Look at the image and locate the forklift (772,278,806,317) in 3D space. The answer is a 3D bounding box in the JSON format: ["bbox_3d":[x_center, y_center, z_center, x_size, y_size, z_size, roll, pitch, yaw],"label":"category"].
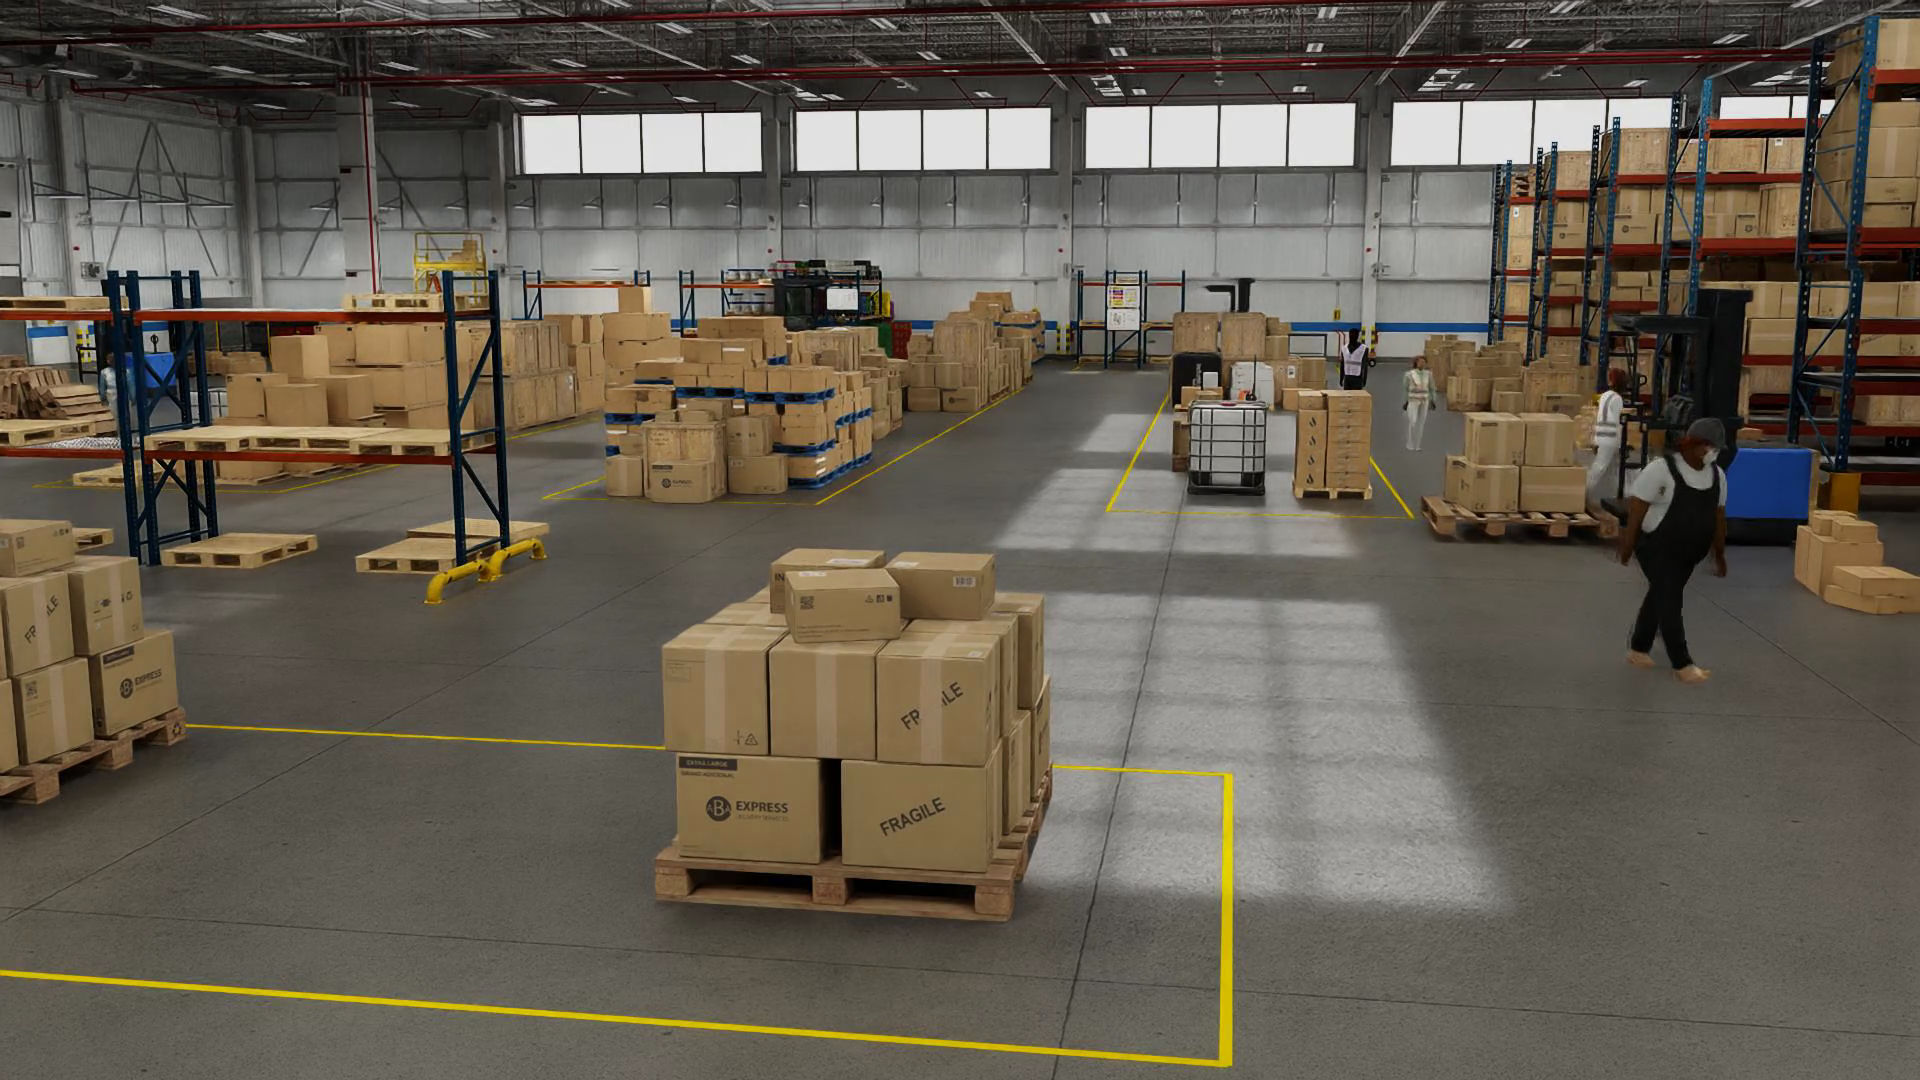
[{"bbox_3d":[-4.325,-5.247,42.272,1.873,2.768,1.129,7,12,39],"label":"forklift"}]

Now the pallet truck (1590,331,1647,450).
[{"bbox_3d":[11.253,-2.573,28.499,0.823,1.965,1.885,5,10,27],"label":"pallet truck"}]

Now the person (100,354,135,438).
[{"bbox_3d":[-14.590,-2.418,28.780,0.525,1.594,0.815,-1,9,-7],"label":"person"}]

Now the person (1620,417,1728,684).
[{"bbox_3d":[5.357,0.023,12.354,0.698,2.000,0.987,-4,10,-21],"label":"person"}]

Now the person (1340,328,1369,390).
[{"bbox_3d":[7.740,-3.201,32.654,0.592,1.911,0.385,9,13,43],"label":"person"}]

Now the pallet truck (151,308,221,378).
[{"bbox_3d":[-21.869,-5.598,47.154,0.823,1.965,1.885,4,10,26],"label":"pallet truck"}]

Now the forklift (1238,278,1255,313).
[{"bbox_3d":[7.771,-5.765,45.470,1.873,2.768,1.129,1,9,9],"label":"forklift"}]

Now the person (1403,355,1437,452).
[{"bbox_3d":[7.690,-2.269,27.796,0.518,1.621,0.504,-1,9,-9],"label":"person"}]

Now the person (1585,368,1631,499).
[{"bbox_3d":[8.047,-1.204,20.584,1.001,1.832,0.600,2,9,9],"label":"person"}]

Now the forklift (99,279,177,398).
[{"bbox_3d":[-19.606,-4.720,39.027,1.873,2.768,1.129,1,9,9],"label":"forklift"}]

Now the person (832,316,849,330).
[{"bbox_3d":[-2.851,-4.418,40.059,0.630,1.940,0.372,3,10,20],"label":"person"}]

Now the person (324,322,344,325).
[{"bbox_3d":[-18.714,-5.935,49.632,0.722,1.882,1.033,1,9,7],"label":"person"}]

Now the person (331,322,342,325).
[{"bbox_3d":[-14.659,-4.310,39.475,0.544,1.920,0.586,8,12,40],"label":"person"}]

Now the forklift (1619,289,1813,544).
[{"bbox_3d":[8.482,-1.421,18.680,1.873,2.768,1.129,1,9,9],"label":"forklift"}]
